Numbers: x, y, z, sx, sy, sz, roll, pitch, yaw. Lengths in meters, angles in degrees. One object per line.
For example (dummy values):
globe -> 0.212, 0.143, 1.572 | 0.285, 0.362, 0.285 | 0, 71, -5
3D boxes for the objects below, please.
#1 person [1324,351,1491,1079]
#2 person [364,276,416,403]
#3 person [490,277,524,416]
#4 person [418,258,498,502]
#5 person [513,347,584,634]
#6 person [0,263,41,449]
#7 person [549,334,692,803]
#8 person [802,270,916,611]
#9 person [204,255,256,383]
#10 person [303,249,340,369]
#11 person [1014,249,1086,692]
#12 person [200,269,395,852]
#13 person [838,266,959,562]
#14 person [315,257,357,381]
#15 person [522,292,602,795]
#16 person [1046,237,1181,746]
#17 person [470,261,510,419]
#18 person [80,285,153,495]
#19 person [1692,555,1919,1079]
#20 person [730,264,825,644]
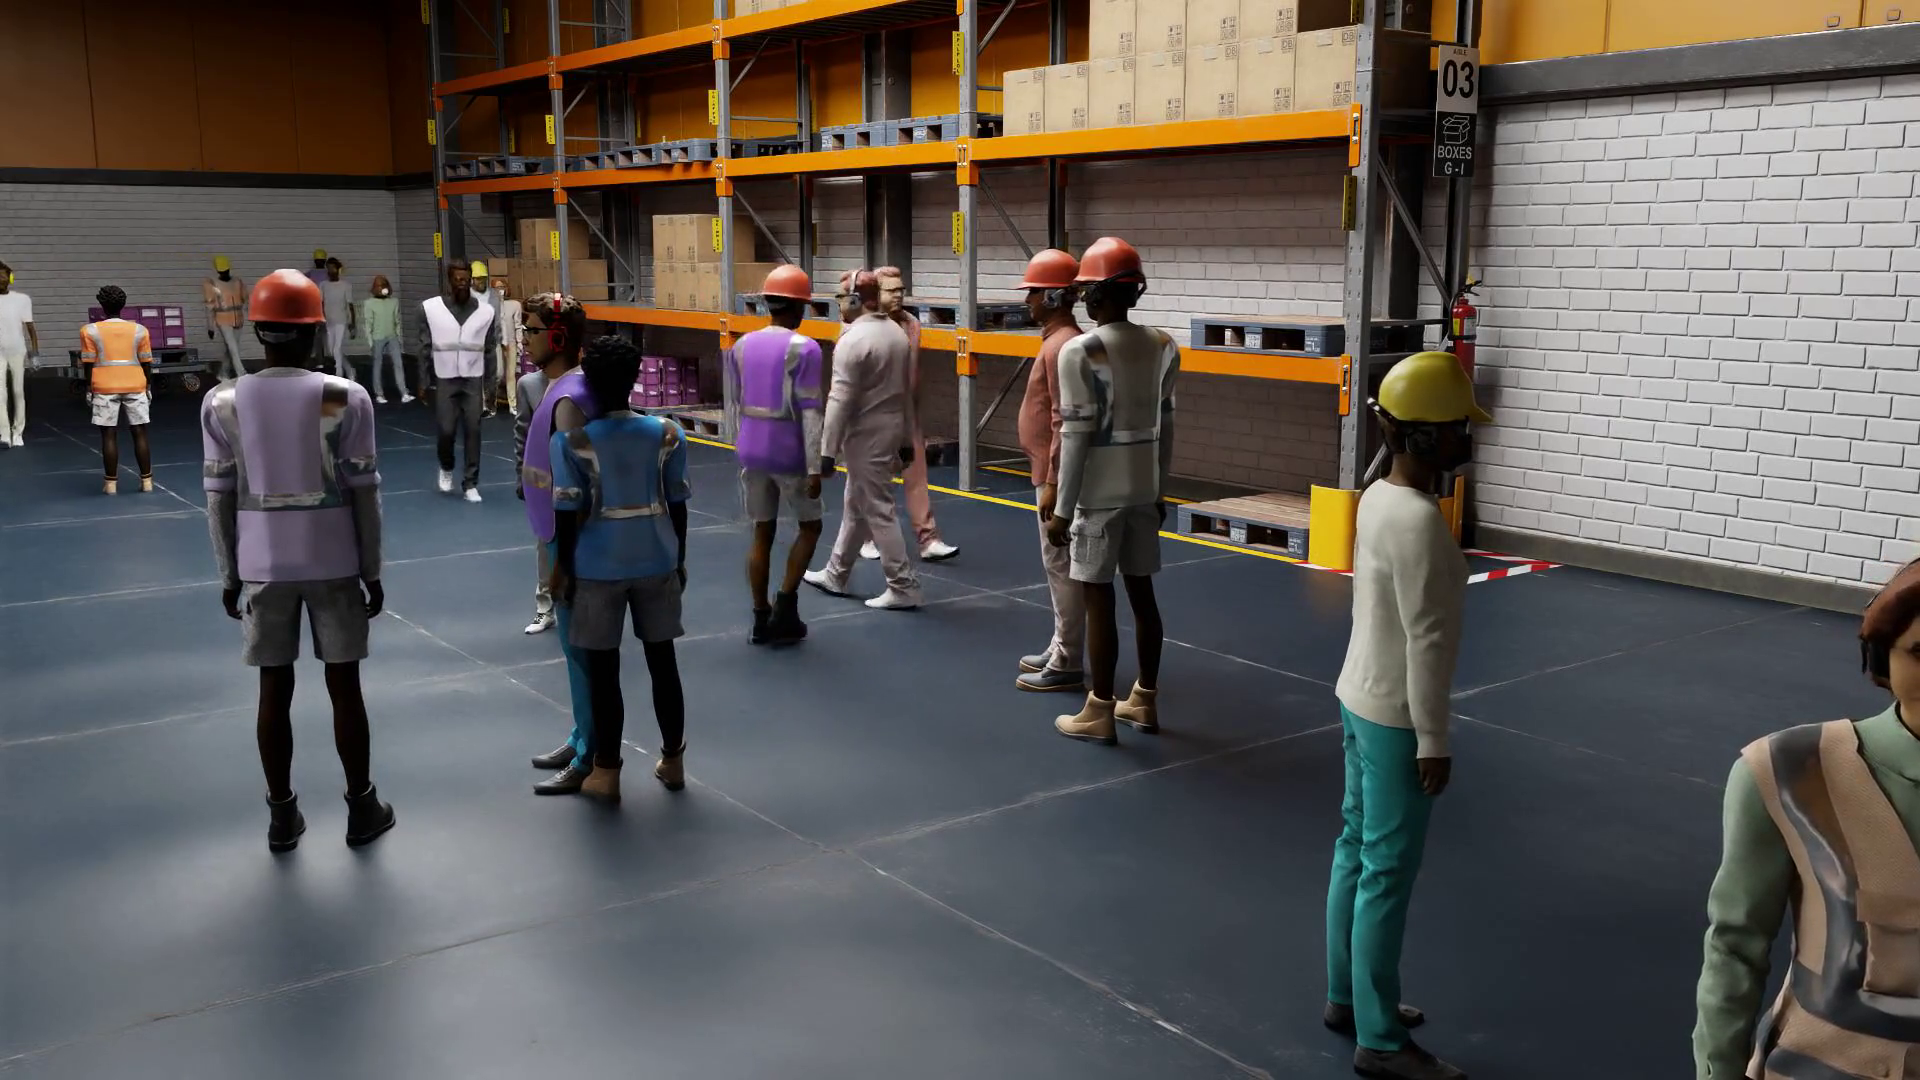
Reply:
person -> 1.090, 0.426, 4.070 | 0.325, 1.769, 0.524 | 0, 10, 1
person -> -7.184, -2.496, 20.880 | 0.785, 1.596, 0.531 | 10, 14, 43
person -> -5.395, -2.281, 19.602 | 0.503, 1.632, 0.274 | -4, 11, -23
person -> -3.941, -1.248, 13.053 | 0.629, 1.904, 0.479 | -5, 11, -28
person -> -2.060, -0.320, 8.620 | 0.499, 1.633, 0.286 | 1, 10, 3
person -> -9.357, -1.796, 16.341 | 0.558, 1.824, 0.914 | -5, 11, -27
person -> -1.228, 0.104, 6.061 | 0.539, 1.698, 0.318 | -6, 12, -32
person -> -0.608, -0.551, 9.249 | 0.911, 1.863, 0.660 | 4, 11, 24
person -> -10.207, -3.033, 23.223 | 0.973, 1.871, 0.671 | 7, 12, 35
person -> -10.240, -3.706, 26.759 | 0.585, 1.928, 0.370 | -4, 11, -22
person -> 0.431, -0.309, 7.546 | 0.387, 1.992, 0.626 | 1, 10, 7
person -> -2.200, 0.076, 5.554 | 0.547, 1.938, 0.379 | -2, 10, -9
person -> -0.404, -0.768, 10.458 | 0.682, 1.864, 0.915 | -8, 13, -39
person -> -8.546, -2.963, 22.857 | 0.521, 1.843, 0.806 | 2, 10, 12
person -> -1.430, 0.011, 6.172 | 0.389, 1.847, 0.566 | -2, 10, -13
person -> 0.605, -0.191, 6.747 | 0.605, 2.045, 0.381 | -8, 13, -37
person -> -5.504, -2.298, 19.183 | 0.622, 1.817, 0.415 | -7, 12, -35
person -> -6.784, -1.206, 13.430 | 0.530, 1.689, 0.322 | -8, 13, -39
person -> 1.271, 0.812, 2.274 | 0.523, 1.636, 0.310 | 2, 10, 12
person -> -0.901, -0.424, 8.410 | 0.577, 1.913, 0.447 | 6, 12, 28
